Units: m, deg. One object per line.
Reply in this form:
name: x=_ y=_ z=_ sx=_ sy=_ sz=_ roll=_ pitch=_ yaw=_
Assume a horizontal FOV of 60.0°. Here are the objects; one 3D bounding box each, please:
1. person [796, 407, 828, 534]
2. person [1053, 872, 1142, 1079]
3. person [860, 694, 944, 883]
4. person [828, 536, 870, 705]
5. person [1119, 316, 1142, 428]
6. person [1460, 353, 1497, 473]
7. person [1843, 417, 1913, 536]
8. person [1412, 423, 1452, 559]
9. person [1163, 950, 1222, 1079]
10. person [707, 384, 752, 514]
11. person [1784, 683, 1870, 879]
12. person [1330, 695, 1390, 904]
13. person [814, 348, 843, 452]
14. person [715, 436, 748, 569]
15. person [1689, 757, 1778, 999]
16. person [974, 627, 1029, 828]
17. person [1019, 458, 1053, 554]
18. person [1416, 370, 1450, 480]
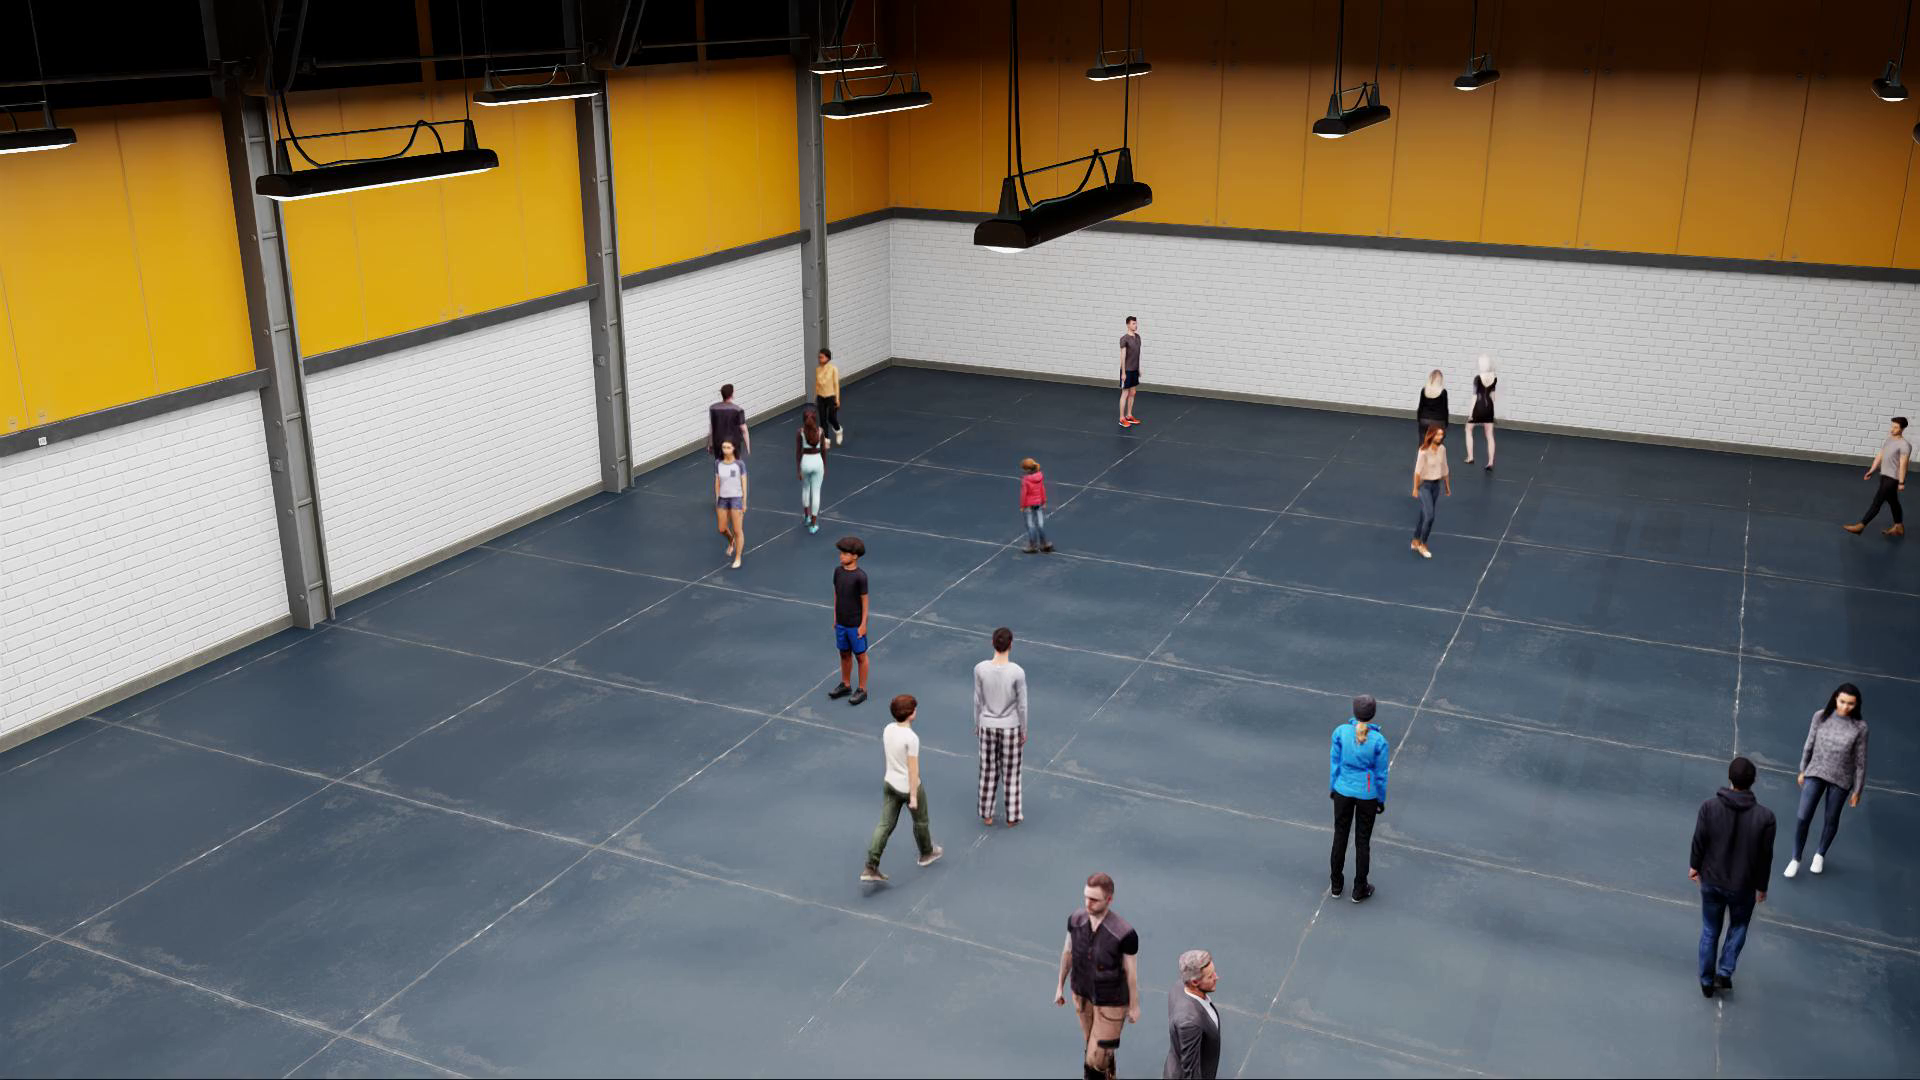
person: x=-2.014 y=-0.931 z=22.557 sx=0.817 sy=1.699 sz=1.006 roll=0 pitch=19 yaw=0
person: x=0.979 y=2.949 z=10.852 sx=0.865 sy=1.817 sz=1.014 roll=16 pitch=24 yaw=39
person: x=-0.541 y=2.087 z=13.727 sx=0.830 sy=1.615 sz=1.213 roll=17 pitch=25 yaw=41
person: x=-1.118 y=0.809 z=17.233 sx=0.652 sy=1.799 sz=0.647 roll=15 pitch=24 yaw=38
person: x=2.866 y=-2.860 z=28.044 sx=0.774 sy=1.852 sz=0.588 roll=16 pitch=25 yaw=40
person: x=7.995 y=-1.908 z=25.303 sx=0.983 sy=1.797 sz=1.041 roll=-6 pitch=20 yaw=-17
person: x=12.564 y=-0.823 z=22.280 sx=0.905 sy=1.670 sz=1.081 roll=3 pitch=19 yaw=10
person: x=6.054 y=-0.685 z=21.714 sx=0.815 sy=1.770 sz=0.866 roll=-10 pitch=21 yaw=-28
person: x=1.385 y=3.246 z=9.930 sx=0.865 sy=1.841 sz=0.692 roll=1 pitch=19 yaw=3
person: x=-3.297 y=-1.259 z=23.324 sx=0.801 sy=1.832 sz=0.716 roll=6 pitch=19 yaw=16
person: x=7.298 y=1.967 z=13.917 sx=0.734 sy=1.721 sz=0.834 roll=13 pitch=23 yaw=34
person: x=3.208 y=2.078 z=13.468 sx=0.633 sy=1.798 sz=0.536 roll=11 pitch=21 yaw=28
person: x=-2.087 y=-2.262 z=26.580 sx=0.616 sy=1.654 sz=0.793 roll=8 pitch=20 yaw=21
person: x=-2.895 y=-0.516 z=21.289 sx=0.679 sy=1.722 sz=0.754 roll=3 pitch=19 yaw=9
person: x=5.568 y=2.506 z=12.067 sx=0.696 sy=1.881 sz=0.631 roll=9 pitch=21 yaw=26
person: x=0.356 y=1.650 z=14.661 sx=0.667 sy=1.847 sz=0.597 roll=5 pitch=19 yaw=14
person: x=0.987 y=-0.462 z=21.792 sx=0.609 sy=1.297 sz=0.770 roll=-10 pitch=21 yaw=-26
person: x=7.069 y=-1.722 z=24.929 sx=0.651 sy=1.684 sz=0.572 roll=12 pitch=22 yaw=32
